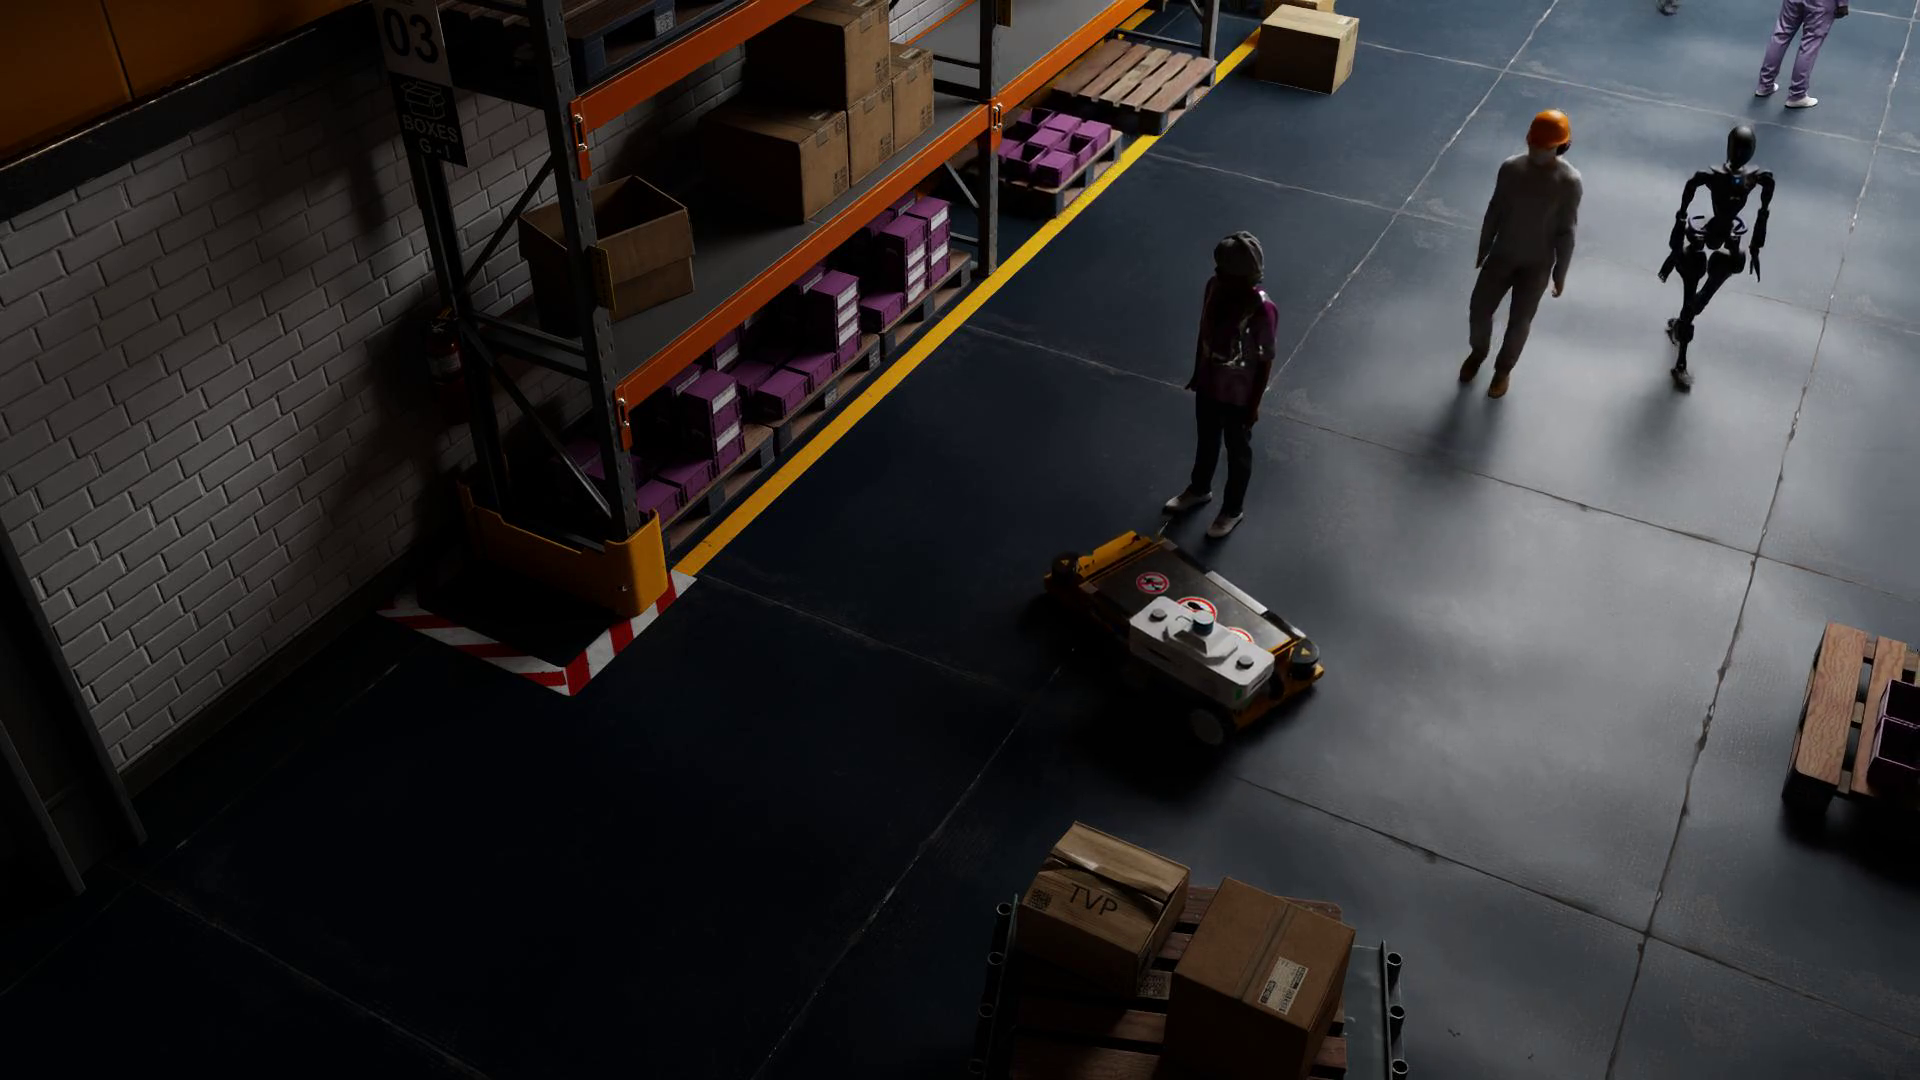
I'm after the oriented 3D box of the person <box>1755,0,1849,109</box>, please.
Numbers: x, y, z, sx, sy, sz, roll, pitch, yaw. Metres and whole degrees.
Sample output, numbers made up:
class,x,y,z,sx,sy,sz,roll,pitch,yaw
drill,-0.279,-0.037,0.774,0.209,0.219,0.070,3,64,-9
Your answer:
class,x,y,z,sx,sy,sz,roll,pitch,yaw
person,6.951,-4.467,13.494,0.414,1.908,0.642,-22,44,-25

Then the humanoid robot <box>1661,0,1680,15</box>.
class,x,y,z,sx,sy,sz,roll,pitch,yaw
humanoid robot,6.742,-5.653,15.165,0.600,1.645,0.555,-4,39,-5

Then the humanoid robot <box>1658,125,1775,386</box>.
class,x,y,z,sx,sy,sz,roll,pitch,yaw
humanoid robot,4.732,-1.818,10.410,0.607,1.633,0.796,3,39,4

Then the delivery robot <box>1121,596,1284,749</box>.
class,x,y,z,sx,sy,sz,roll,pitch,yaw
delivery robot,1.194,0.615,8.225,0.789,0.598,0.499,29,47,31

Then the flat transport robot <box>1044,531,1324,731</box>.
class,x,y,z,sx,sy,sz,roll,pitch,yaw
flat transport robot,1.151,0.418,8.697,0.659,0.231,1.431,-26,46,-29

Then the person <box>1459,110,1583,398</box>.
class,x,y,z,sx,sy,sz,roll,pitch,yaw
person,3.399,-1.698,10.058,0.571,1.883,0.442,18,42,21

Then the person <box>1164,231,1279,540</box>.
class,x,y,z,sx,sy,sz,roll,pitch,yaw
person,1.443,-0.839,9.004,0.342,1.848,0.510,-24,45,-27
